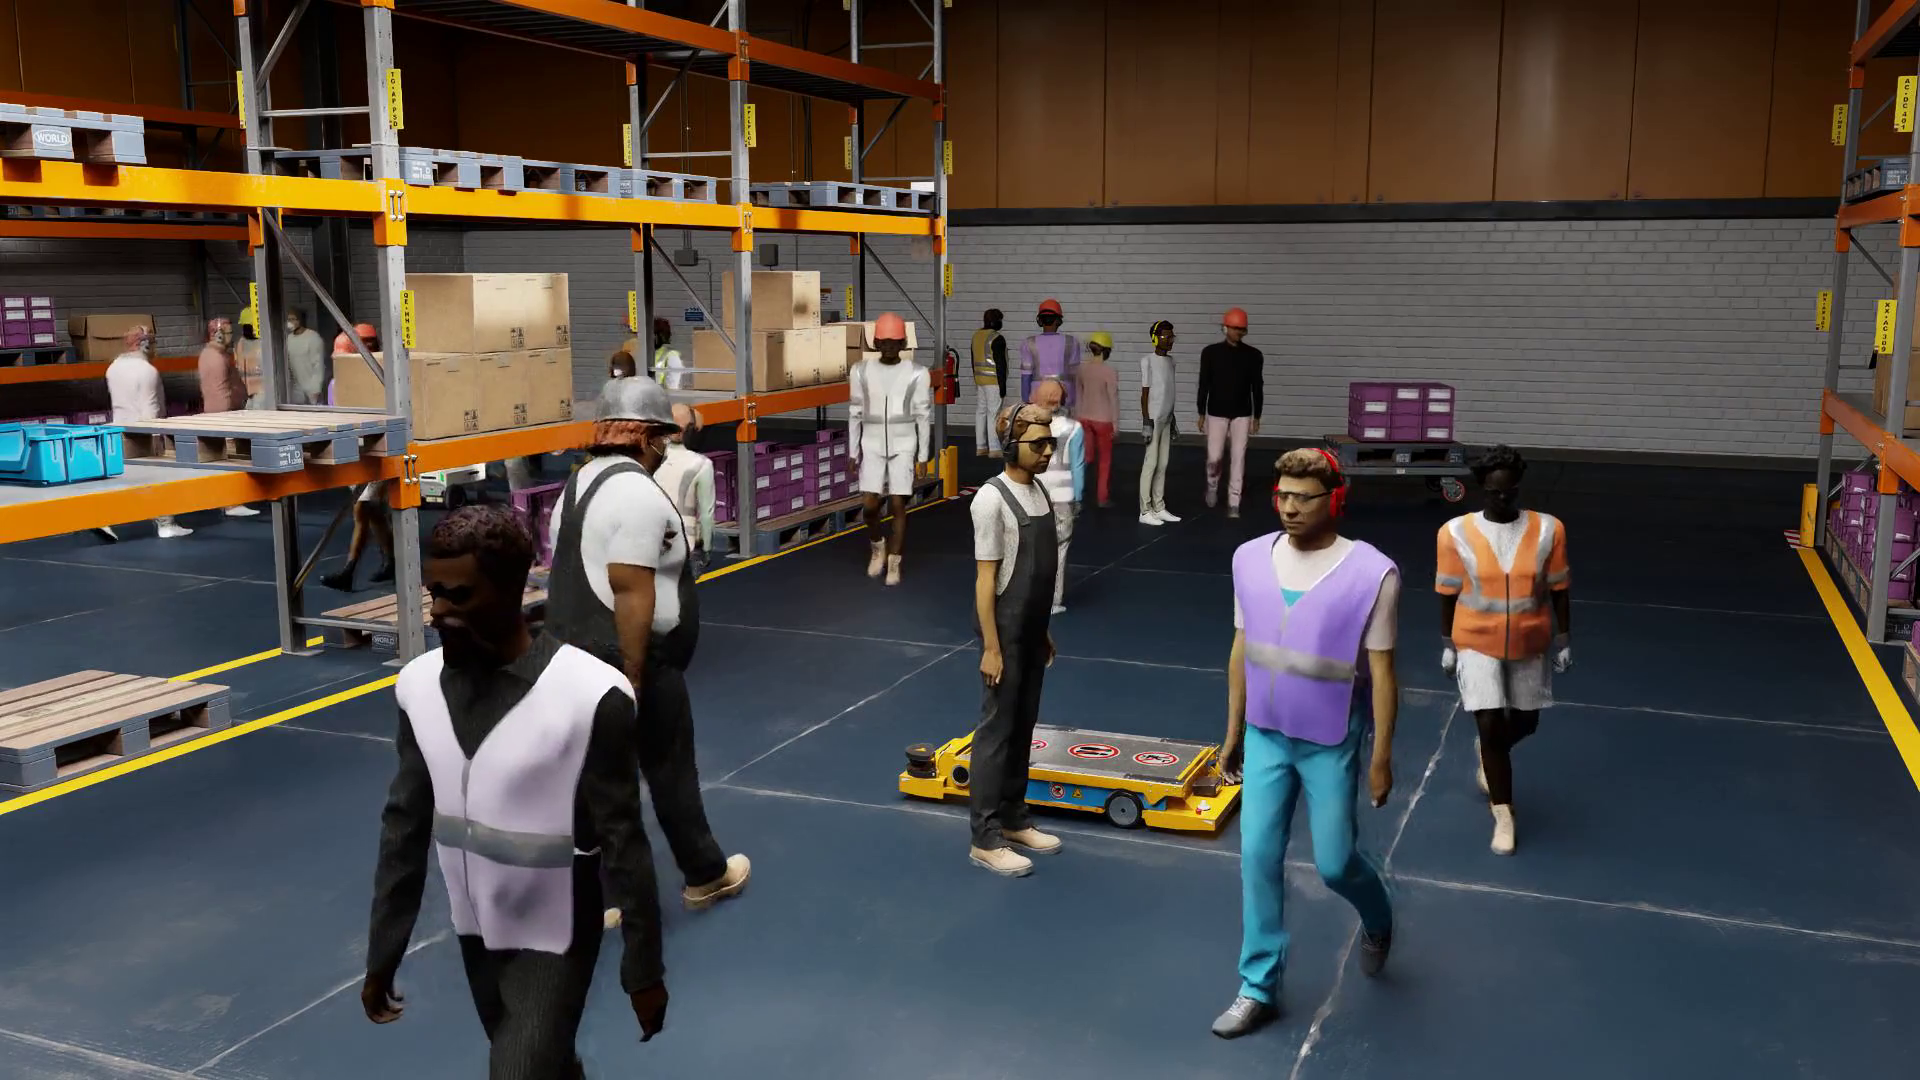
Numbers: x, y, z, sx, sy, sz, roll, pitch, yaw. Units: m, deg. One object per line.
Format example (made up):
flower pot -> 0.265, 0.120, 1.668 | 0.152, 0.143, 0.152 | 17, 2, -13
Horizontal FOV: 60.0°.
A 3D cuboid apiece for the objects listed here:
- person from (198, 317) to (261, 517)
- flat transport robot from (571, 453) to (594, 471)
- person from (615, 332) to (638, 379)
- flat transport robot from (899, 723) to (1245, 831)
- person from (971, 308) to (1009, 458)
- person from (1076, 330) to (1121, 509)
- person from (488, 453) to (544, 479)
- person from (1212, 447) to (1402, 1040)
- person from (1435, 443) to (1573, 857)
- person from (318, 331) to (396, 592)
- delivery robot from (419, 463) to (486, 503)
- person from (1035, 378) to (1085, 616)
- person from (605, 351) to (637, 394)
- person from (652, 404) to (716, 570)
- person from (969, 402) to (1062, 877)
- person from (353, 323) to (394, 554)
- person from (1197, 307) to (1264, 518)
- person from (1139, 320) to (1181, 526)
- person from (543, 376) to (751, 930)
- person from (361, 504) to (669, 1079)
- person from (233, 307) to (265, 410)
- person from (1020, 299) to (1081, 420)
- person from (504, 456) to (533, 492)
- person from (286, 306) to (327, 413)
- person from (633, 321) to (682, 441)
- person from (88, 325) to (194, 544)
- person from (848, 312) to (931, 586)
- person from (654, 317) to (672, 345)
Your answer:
person -> -6.939, -1.144, 15.626 | 0.492, 1.887, 0.662 | -5, 11, -29
flat transport robot -> -3.658, -0.890, 18.983 | 1.431, 0.197, 0.652 | 4, 10, 22
person -> -3.555, -1.560, 18.197 | 0.568, 1.899, 0.924 | 7, 12, 38
flat transport robot -> 0.512, 1.023, 7.392 | 1.431, 0.197, 0.652 | 4, 10, 22
person -> 0.396, -1.939, 20.597 | 0.429, 1.841, 0.634 | -6, 11, -31
person -> 1.279, -1.148, 16.089 | 0.565, 1.750, 0.523 | -8, 13, -41
person -> -5.001, -1.651, 18.496 | 0.611, 1.947, 0.978 | 7, 11, 35
person -> 1.103, 0.607, 5.207 | 0.581, 1.824, 0.765 | 8, 12, 41
person -> 2.236, 0.408, 6.914 | 0.543, 1.665, 0.699 | 1, 9, 9
person -> -4.456, -0.574, 12.173 | 0.558, 1.889, 0.967 | 5, 11, 27
delivery robot -> -4.949, -0.618, 16.196 | 0.477, 0.478, 0.707 | 4, 10, 21
person -> 0.575, -0.268, 11.144 | 0.514, 1.626, 0.456 | 5, 10, 26
person -> -3.063, -0.908, 15.102 | 0.507, 1.590, 0.829 | 5, 10, 26
person -> -1.628, 0.037, 9.310 | 0.583, 1.598, 0.714 | 2, 10, 13
person -> 0.221, 0.378, 6.544 | 0.328, 1.844, 0.513 | 5, 11, 28
person -> -4.782, -0.834, 13.742 | 0.614, 1.894, 0.458 | 1, 9, 3
person -> 2.548, -1.204, 15.706 | 0.634, 1.983, 0.542 | 0, 9, 1
person -> 1.844, -1.076, 15.277 | 0.325, 1.871, 0.521 | 7, 12, 38
person -> -1.182, 0.369, 6.009 | 0.935, 2.000, 0.693 | -9, 13, -44
person -> -0.998, 0.872, 3.428 | 0.629, 1.874, 0.935 | 6, 11, 31
person -> -8.018, -1.716, 19.052 | 0.599, 1.905, 0.747 | 4, 10, 23
person -> 0.900, -1.379, 16.621 | 0.605, 2.034, 0.392 | 0, 9, -1
person -> -4.113, -1.038, 15.235 | 0.627, 1.810, 0.430 | 7, 12, 35
person -> -7.601, -1.805, 19.621 | 0.638, 1.911, 0.919 | 5, 10, 25
person -> -3.068, -1.282, 16.650 | 0.657, 1.826, 0.485 | 7, 11, 35
person -> -7.085, -0.896, 14.206 | 0.677, 1.869, 0.868 | 6, 11, 31
person -> -0.526, -0.663, 12.280 | 0.631, 2.028, 0.414 | 1, 9, 4
person -> -3.181, -1.412, 17.436 | 0.975, 1.844, 0.595 | -1, 9, -7
